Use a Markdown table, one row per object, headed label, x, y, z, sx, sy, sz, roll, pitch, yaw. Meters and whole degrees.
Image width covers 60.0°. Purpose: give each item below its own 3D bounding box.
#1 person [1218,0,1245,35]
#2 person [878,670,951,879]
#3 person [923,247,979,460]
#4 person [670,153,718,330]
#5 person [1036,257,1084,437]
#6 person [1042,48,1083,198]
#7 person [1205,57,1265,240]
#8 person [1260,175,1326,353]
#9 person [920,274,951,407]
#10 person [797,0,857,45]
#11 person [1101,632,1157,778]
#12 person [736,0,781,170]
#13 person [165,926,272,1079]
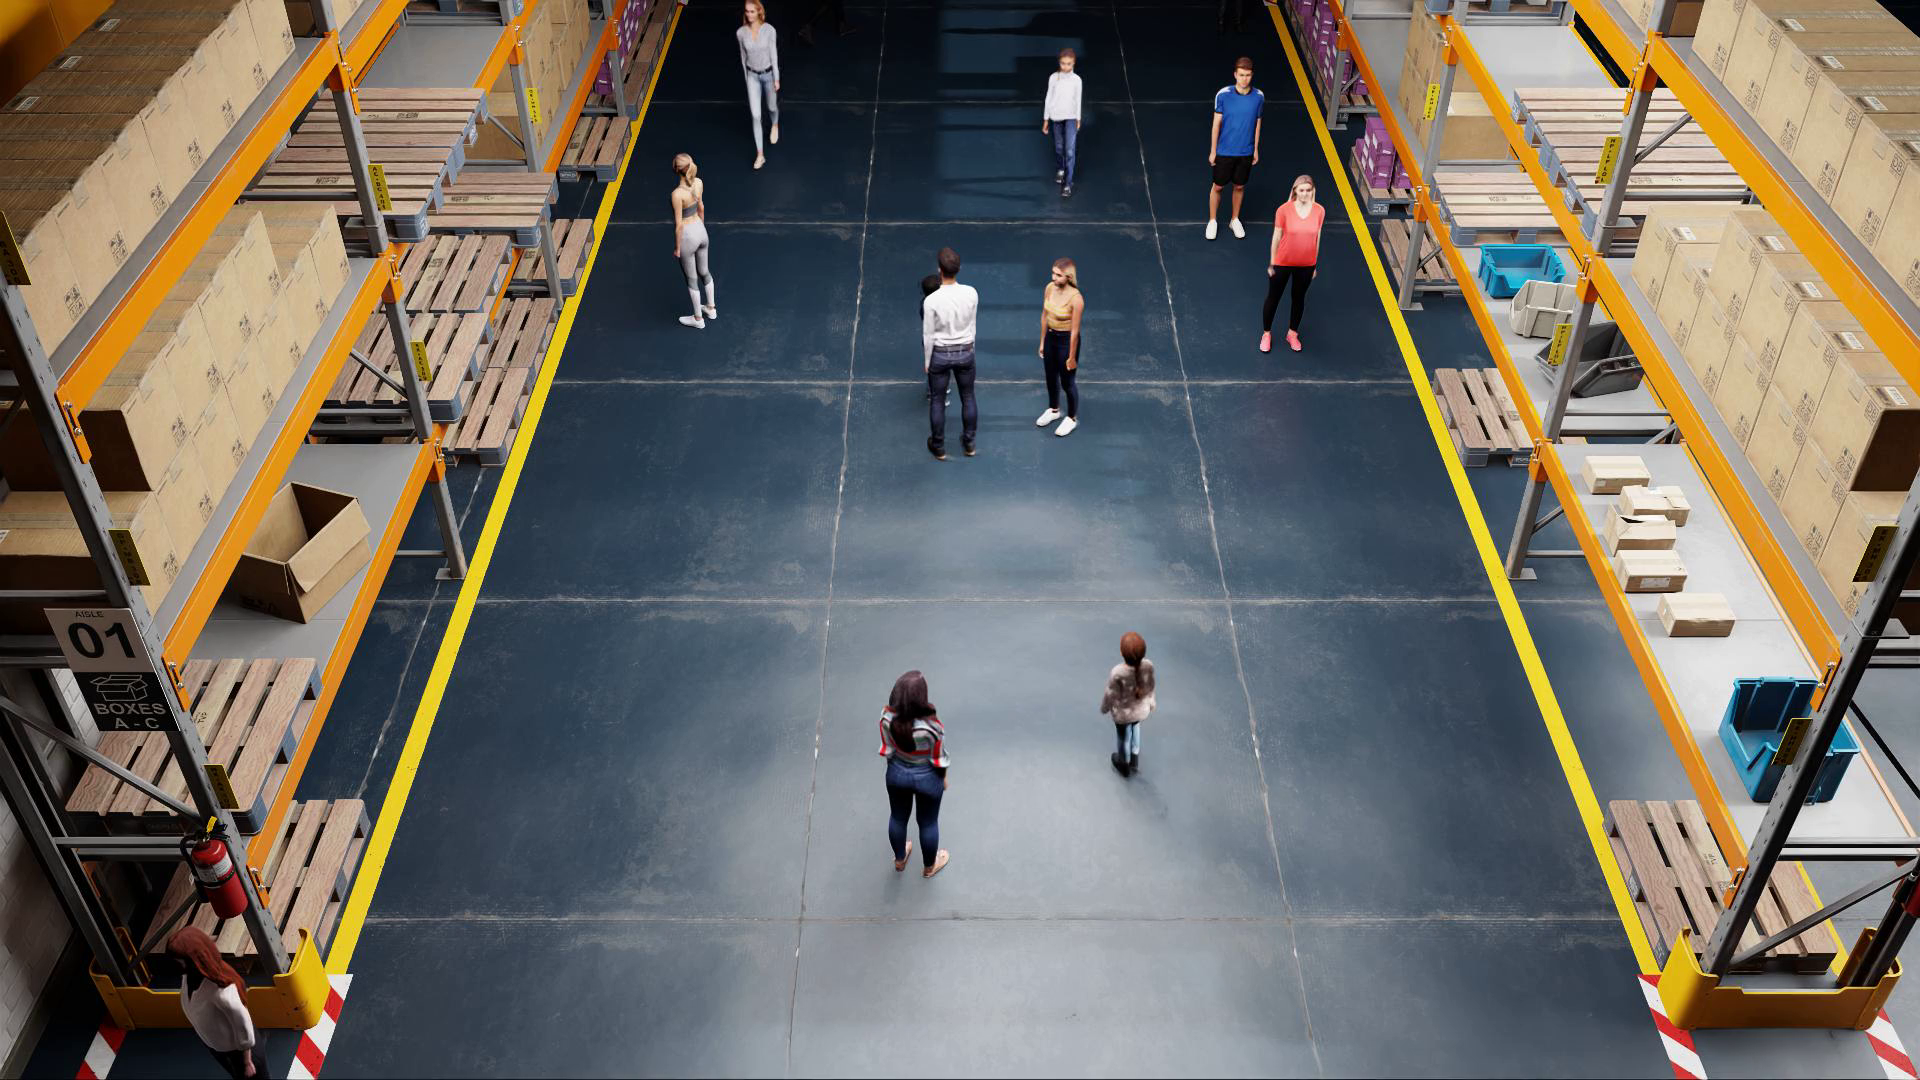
| label | x | y | z | sx | sy | sz | roll | pitch | yaw |
| --- | --- | --- | --- | --- | --- | --- | --- | --- | --- |
| person | 3.459 | -7.224 | 20.737 | 0.661 | 1.782 | 0.545 | -3 | 39 | -4 |
| person | -0.280 | 1.418 | 10.051 | 0.651 | 1.614 | 0.625 | 13 | 40 | 16 |
| person | -0.060 | -1.495 | 13.501 | 0.657 | 1.860 | 0.635 | -9 | 39 | -11 |
| person | -2.448 | -2.741 | 15.187 | 0.724 | 1.704 | 0.634 | 21 | 43 | 25 |
| person | 0.846 | -1.634 | 13.863 | 0.699 | 1.627 | 0.626 | -28 | 46 | -30 |
| person | 1.099 | -4.452 | 17.474 | 0.689 | 1.524 | 1.014 | 10 | 40 | 12 |
| person | 2.725 | -3.895 | 16.502 | 0.662 | 1.866 | 0.586 | -3 | 39 | -3 |
| person | 2.973 | -2.475 | 14.863 | 0.592 | 1.693 | 0.529 | -1 | 39 | -1 |
| person | -0.216 | -1.735 | 14.313 | 0.584 | 1.223 | 0.415 | 2 | 39 | 2 |
| person | -1.676 | -6.917 | 20.452 | 1.026 | 1.659 | 1.111 | -21 | 43 | -24 |
| person | 1.122 | 1.107 | 10.782 | 0.553 | 1.188 | 0.546 | -12 | 40 | -15 |
| person | -2.111 | -5.004 | 17.975 | 0.692 | 1.760 | 1.173 | 4 | 39 | 5 |
| person | -3.710 | 2.569 | 8.492 | 0.664 | 1.760 | 0.706 | 28 | 47 | 31 |
